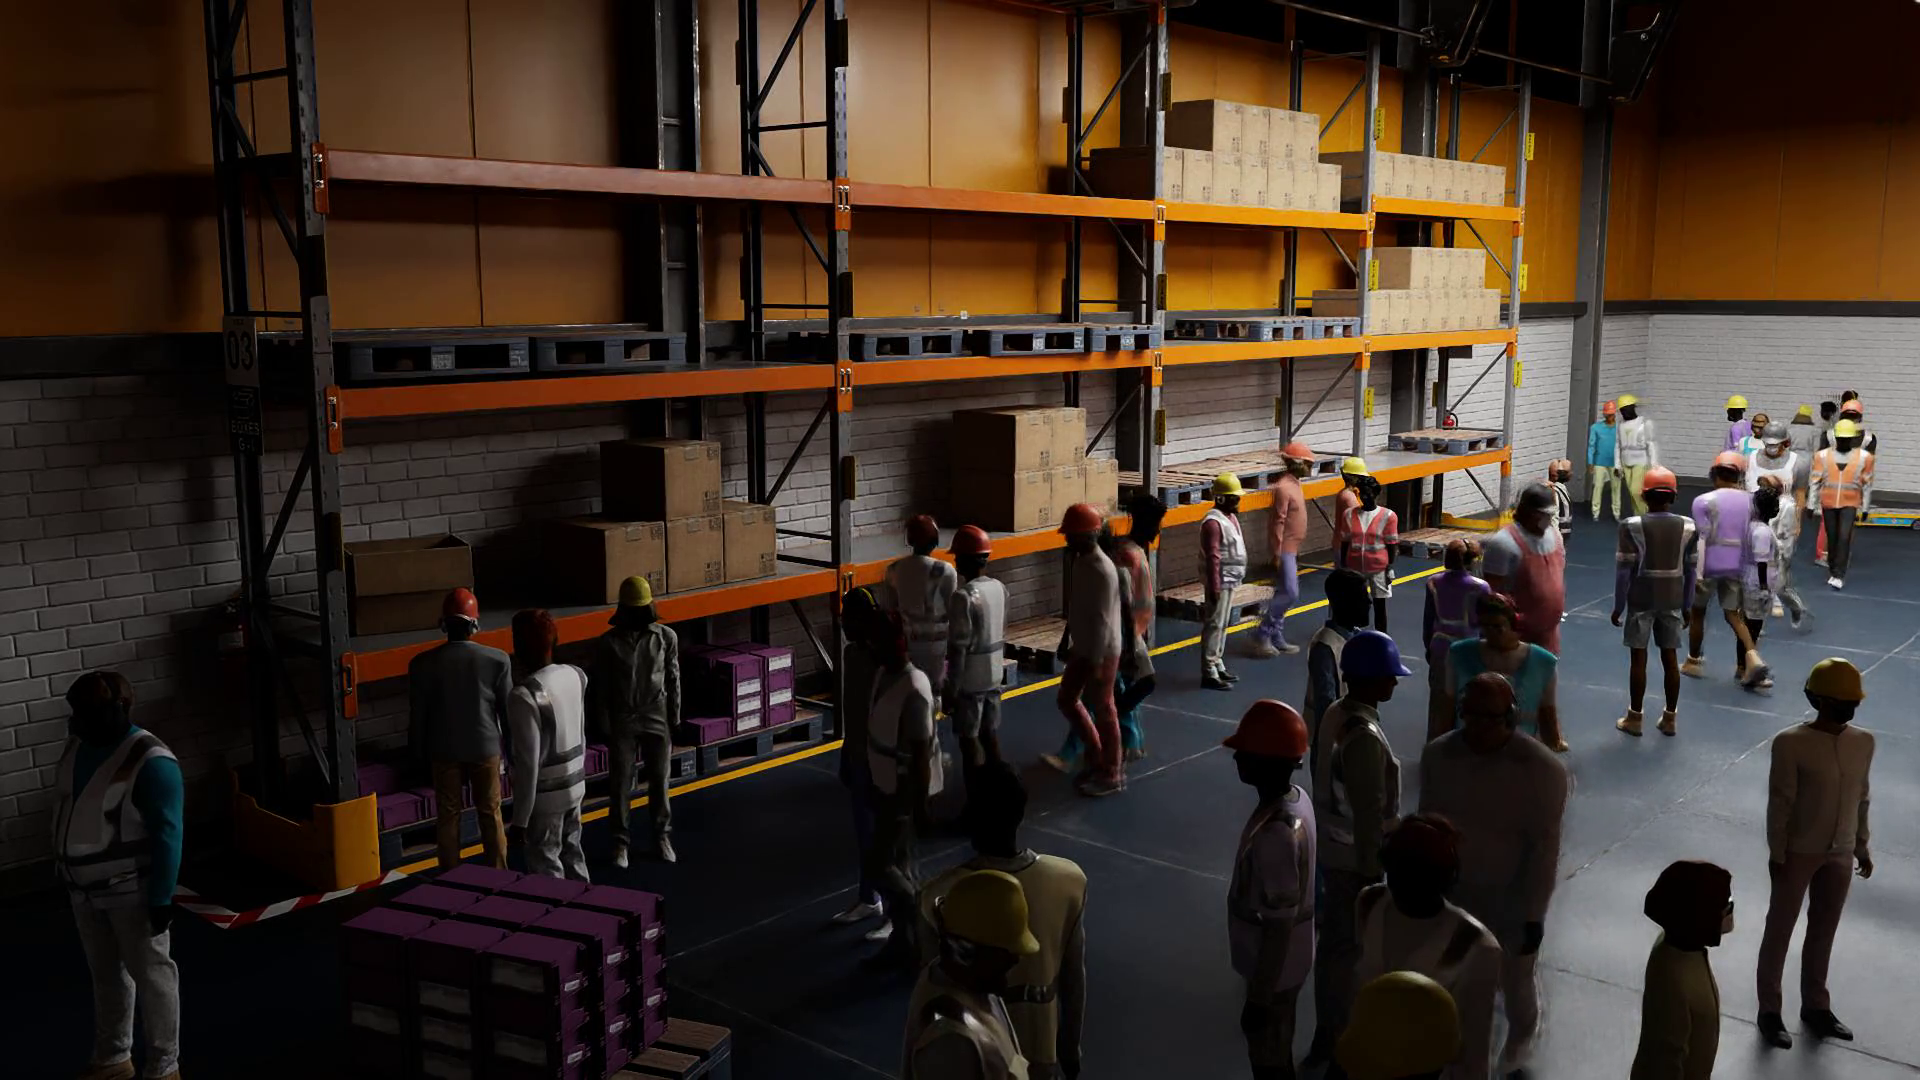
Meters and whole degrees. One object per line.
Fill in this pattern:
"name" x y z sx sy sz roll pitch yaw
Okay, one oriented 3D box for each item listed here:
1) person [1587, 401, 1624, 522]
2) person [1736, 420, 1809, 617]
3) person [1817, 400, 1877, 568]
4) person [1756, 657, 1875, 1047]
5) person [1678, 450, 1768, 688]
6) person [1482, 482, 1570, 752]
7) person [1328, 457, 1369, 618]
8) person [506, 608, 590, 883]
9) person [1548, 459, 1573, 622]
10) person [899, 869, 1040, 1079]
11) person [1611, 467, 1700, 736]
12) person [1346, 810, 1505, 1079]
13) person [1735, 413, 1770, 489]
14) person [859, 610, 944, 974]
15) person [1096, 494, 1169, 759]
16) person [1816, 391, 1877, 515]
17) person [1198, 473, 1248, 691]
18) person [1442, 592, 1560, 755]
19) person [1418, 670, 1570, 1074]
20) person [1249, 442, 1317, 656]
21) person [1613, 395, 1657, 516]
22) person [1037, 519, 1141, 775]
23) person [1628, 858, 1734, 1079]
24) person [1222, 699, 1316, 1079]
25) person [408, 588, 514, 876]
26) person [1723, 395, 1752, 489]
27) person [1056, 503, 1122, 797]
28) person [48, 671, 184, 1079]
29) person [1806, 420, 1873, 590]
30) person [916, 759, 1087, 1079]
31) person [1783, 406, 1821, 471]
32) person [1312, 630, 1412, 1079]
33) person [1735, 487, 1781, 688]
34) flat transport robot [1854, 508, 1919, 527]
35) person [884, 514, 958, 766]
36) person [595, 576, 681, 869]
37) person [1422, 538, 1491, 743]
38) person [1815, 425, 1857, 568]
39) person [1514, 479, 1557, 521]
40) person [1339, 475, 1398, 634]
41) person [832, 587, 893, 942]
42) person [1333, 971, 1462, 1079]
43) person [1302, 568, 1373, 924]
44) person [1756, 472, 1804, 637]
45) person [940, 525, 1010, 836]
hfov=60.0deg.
"person" 9.279 -1.127 23.807 0.573 1.742 0.350 2 9 12
"person" 8.273 -0.226 17.037 0.673 2.000 0.535 6 10 32
"person" 10.599 -0.666 19.939 0.609 2.029 0.408 3 9 21
"person" 3.868 1.391 7.485 0.523 1.769 0.316 -2 9 -12
"person" 6.499 0.252 14.088 0.608 2.006 0.864 -1 9 -4
"person" 4.145 0.486 12.442 0.704 2.000 1.022 -3 9 -21
"person" 3.718 0.089 15.891 0.324 1.765 0.531 0 9 3
"person" -1.981 1.254 7.996 0.342 1.881 0.579 3 9 17
"person" 6.044 -0.003 16.867 0.308 1.645 0.515 4 10 25
"person" 0.024 1.802 4.664 0.404 1.820 0.591 0 9 3
"person" 5.227 0.466 12.567 0.609 2.043 0.397 1 9 3
"person" 1.396 1.715 5.101 0.452 1.864 0.583 -5 10 -30
"person" 9.700 -0.628 20.276 0.505 1.840 0.346 7 12 40
"person" -0.313 1.242 8.240 0.448 1.825 0.575 -2 9 -14
"person" 1.233 0.631 11.814 0.467 1.939 0.686 0 9 3
"person" 13.054 -1.269 24.449 0.950 1.822 0.539 -1 9 -7
"person" 2.221 0.339 14.055 0.403 1.831 0.595 4 10 22
"person" 2.839 1.167 8.756 0.613 1.819 0.452 3 9 18
"person" 2.195 1.435 6.915 0.631 1.869 0.939 6 11 34
"person" 2.989 0.091 15.265 0.520 1.962 0.652 3 9 18
"person" 9.252 -1.052 22.854 0.432 1.876 0.665 -5 10 -29
"person" 0.920 0.731 11.650 0.962 1.789 0.533 -4 10 -26
"person" 2.276 1.797 5.292 0.286 1.633 0.500 5 10 29
"person" 1.110 1.526 6.052 0.350 1.942 0.545 2 9 13
"person" -2.737 1.133 9.191 0.573 1.749 0.343 -2 9 -16
"person" 10.313 -0.961 22.136 0.377 1.929 0.585 6 11 34
"person" 0.865 0.733 11.048 0.496 1.971 0.661 -2 9 -15
"person" -3.505 1.444 6.903 0.619 1.845 0.430 4 10 26
"person" 9.803 -0.391 18.586 0.607 1.879 0.934 6 11 36
"person" 0.137 1.651 5.322 0.595 1.917 0.373 -4 10 -24
"person" 11.817 -1.054 23.521 0.586 1.679 0.920 3 9 18
"person" 1.720 1.345 7.196 0.389 1.946 0.614 0 9 1
"person" 6.797 0.393 14.152 0.317 1.696 0.538 3 9 17
"flat transport robot" 12.963 -0.310 23.264 1.431 0.197 0.652 2 9 15
"person" -0.297 0.752 11.374 0.581 1.856 0.867 6 11 35
"person" -1.870 1.061 9.729 0.488 1.736 0.336 -4 10 -22
"person" 3.492 0.803 11.703 0.314 1.636 0.515 -8 12 -43
"person" 10.558 -0.538 19.981 0.552 1.754 0.377 -6 11 -35
"person" 4.528 0.447 13.245 0.357 1.876 0.570 0 9 3
"person" 3.691 0.253 15.072 0.537 1.694 0.320 5 10 31
"person" -0.473 1.158 8.709 0.328 1.861 0.506 -6 11 -35
"person" 1.021 1.884 3.885 0.423 1.908 0.673 -1 9 -5
"person" 2.014 1.095 8.903 0.392 1.922 0.591 4 10 26
"person" 7.859 0.139 16.030 0.674 1.614 0.528 -5 10 -27
"person" 0.071 0.869 10.352 0.387 1.931 0.570 6 10 32
